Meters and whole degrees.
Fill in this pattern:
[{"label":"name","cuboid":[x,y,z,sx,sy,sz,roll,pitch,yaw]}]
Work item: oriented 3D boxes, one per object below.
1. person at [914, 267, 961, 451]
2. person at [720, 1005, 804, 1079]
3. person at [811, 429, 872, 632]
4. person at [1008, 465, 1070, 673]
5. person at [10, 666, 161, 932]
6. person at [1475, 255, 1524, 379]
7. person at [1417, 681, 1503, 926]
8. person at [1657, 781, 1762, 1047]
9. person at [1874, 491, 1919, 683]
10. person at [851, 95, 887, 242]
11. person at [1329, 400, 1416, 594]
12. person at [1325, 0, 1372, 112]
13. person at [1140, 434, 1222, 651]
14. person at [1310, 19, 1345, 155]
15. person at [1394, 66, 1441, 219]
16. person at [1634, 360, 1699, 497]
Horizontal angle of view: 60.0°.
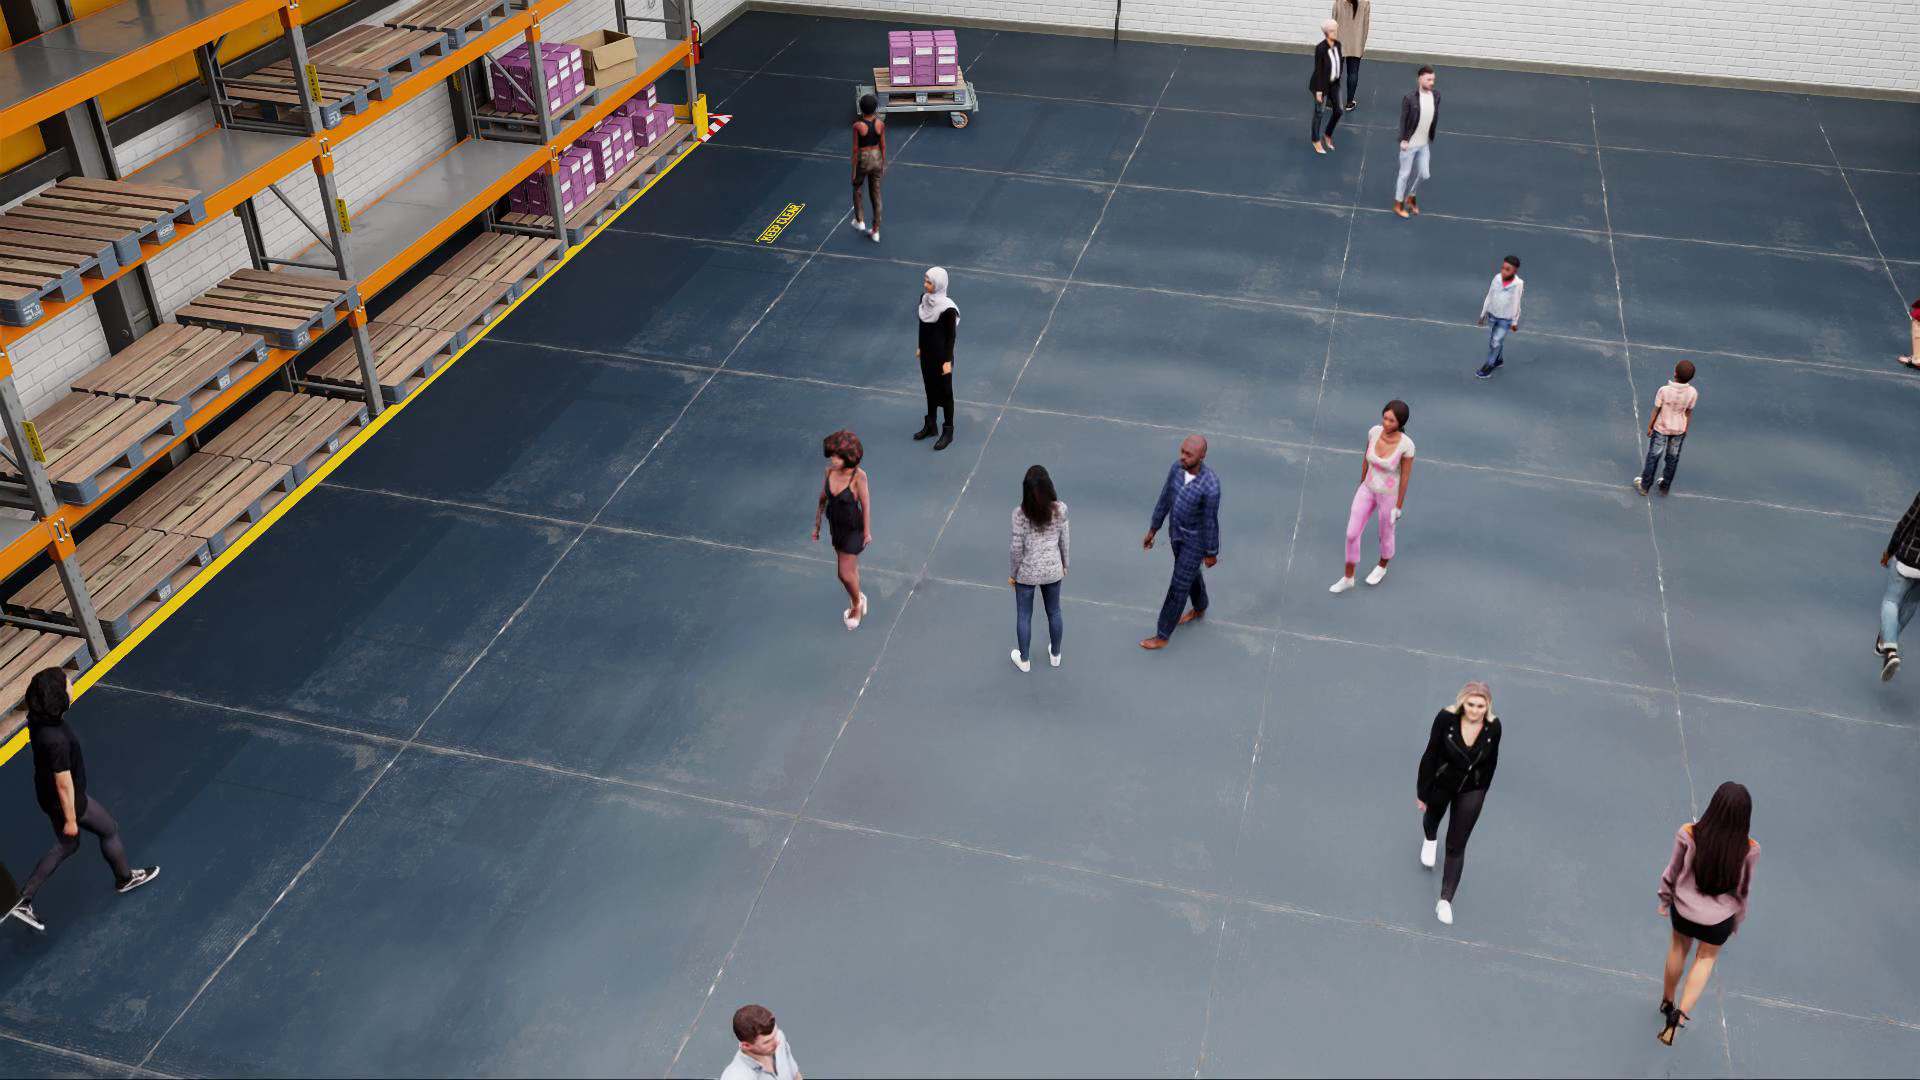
[{"label":"person","cuboid":[-0.207,-1.681,15.213,0.705,1.780,0.689,-27,42,-34]},{"label":"person","cuboid":[-1.057,2.935,8.253,0.798,1.796,1.153,11,35,17]},{"label":"person","cuboid":[-0.813,-0.114,12.861,0.678,1.774,0.736,26,41,33]},{"label":"person","cuboid":[0.578,0.213,12.406,0.693,1.732,0.686,-8,34,-11]},{"label":"person","cuboid":[-5.588,1.646,10.213,1.214,1.773,1.000,-29,43,-36]},{"label":"person","cuboid":[5.438,-2.256,16.563,0.818,1.242,0.738,-22,39,-29]},{"label":"person","cuboid":[3.114,1.513,10.531,0.611,1.643,1.102,9,35,13]},{"label":"person","cuboid":[4.174,2.177,9.398,0.753,1.791,0.921,17,37,24]},{"label":"person","cuboid":[7.116,0.237,12.317,0.778,1.791,1.089,13,36,19]},{"label":"person","cuboid":[-1.019,-4.265,19.188,0.838,1.682,0.913,-13,36,-19]},{"label":"person","cuboid":[3.420,-0.379,13.308,0.835,1.720,0.965,28,42,35]},{"label":"person","cuboid":[5.343,-6.889,22.962,0.665,1.875,0.630,9,35,13]},{"label":"person","cuboid":[1.821,-0.061,12.769,1.135,1.786,1.064,-18,38,-25]},{"label":"person","cuboid":[4.747,-5.891,21.577,0.861,1.772,0.825,-16,37,-23]},{"label":"person","cuboid":[5.374,-4.766,19.811,0.752,1.827,0.765,-9,35,-14]},{"label":"person","cuboid":[6.231,-0.984,14.592,0.502,1.306,0.500,5,34,8]}]
